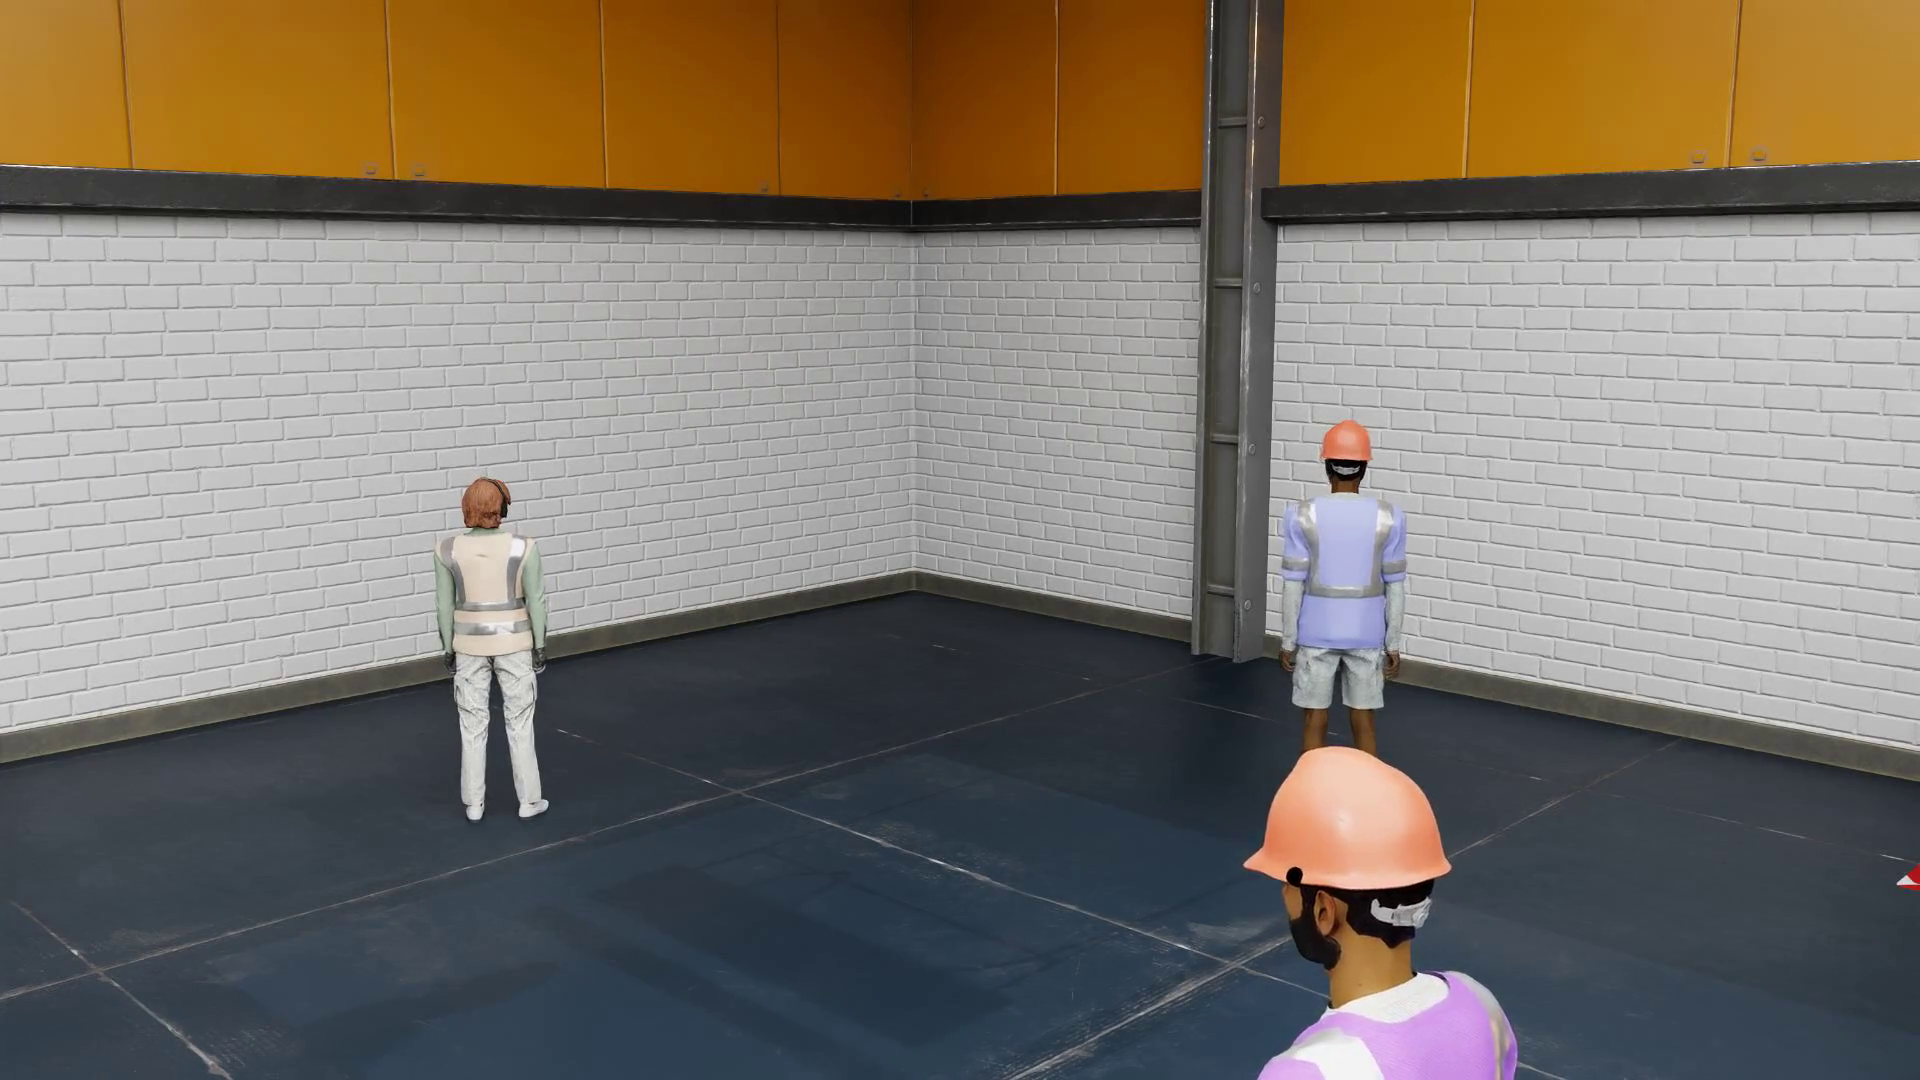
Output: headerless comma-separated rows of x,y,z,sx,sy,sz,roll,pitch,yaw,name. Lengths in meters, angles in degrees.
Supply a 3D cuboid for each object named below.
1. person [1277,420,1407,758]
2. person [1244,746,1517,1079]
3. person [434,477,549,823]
1.718,0.433,7.517,0.562,1.933,0.425,1,9,6,person
0.563,1.255,2.467,0.542,1.929,0.380,-9,13,-44,person
-2.193,0.524,7.826,0.511,1.641,0.307,-1,9,-5,person
